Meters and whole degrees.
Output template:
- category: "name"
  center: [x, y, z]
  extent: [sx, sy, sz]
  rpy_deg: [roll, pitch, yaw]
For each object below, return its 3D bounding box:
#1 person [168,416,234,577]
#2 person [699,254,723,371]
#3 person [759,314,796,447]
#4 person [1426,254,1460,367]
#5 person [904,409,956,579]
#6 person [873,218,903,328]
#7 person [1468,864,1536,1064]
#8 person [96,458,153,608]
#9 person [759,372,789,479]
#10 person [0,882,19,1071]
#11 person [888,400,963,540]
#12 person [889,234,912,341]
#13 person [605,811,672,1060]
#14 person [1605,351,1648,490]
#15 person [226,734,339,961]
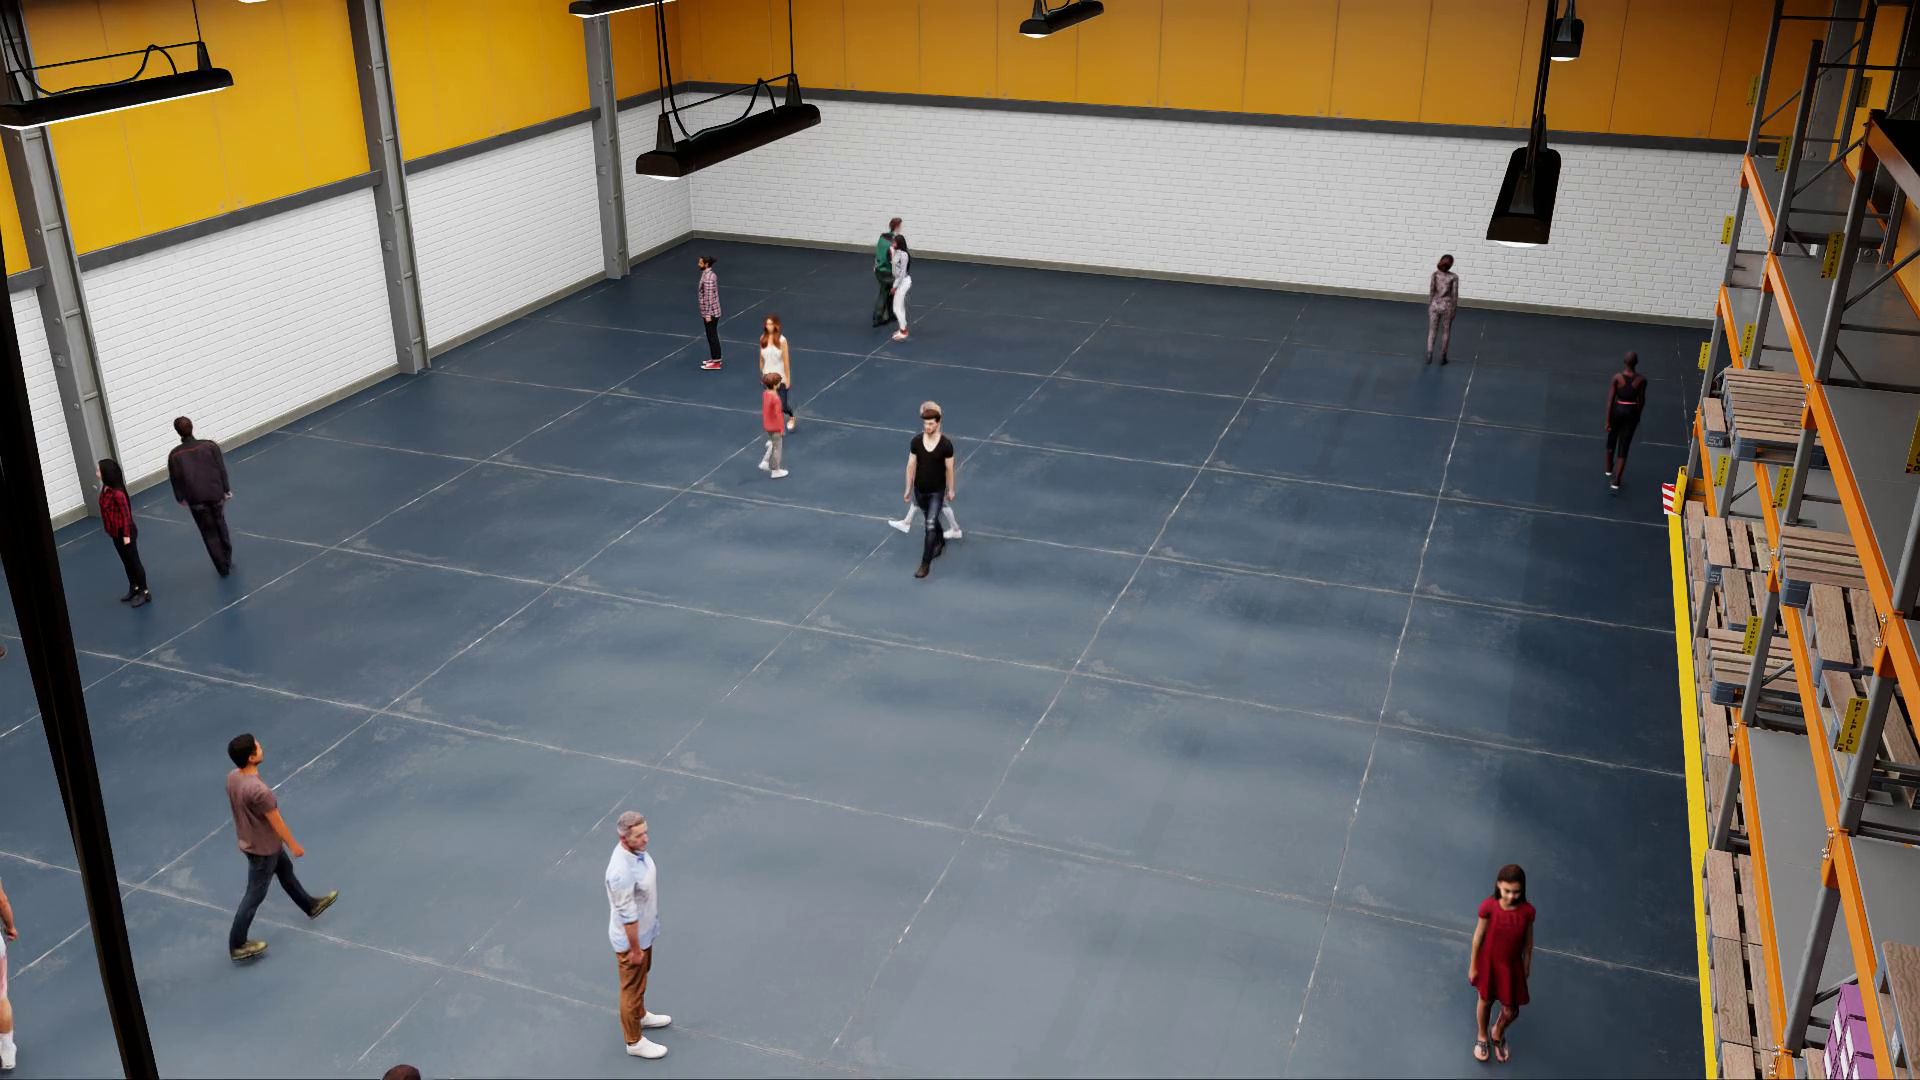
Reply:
- category: "person"
  center: [-8.293, -0.448, 18.297]
  extent: [0.947, 1.811, 0.997]
  rpy_deg: [-17, 29, -34]
- category: "person"
  center: [-3.797, -3.481, 25.301]
  extent: [0.833, 1.759, 0.718]
  rpy_deg: [-4, 24, -10]
- category: "person"
  center: [-2.439, -2.173, 22.297]
  extent: [0.583, 1.768, 0.945]
  rpy_deg: [9, 25, 19]
- category: "person"
  center: [7.385, -3.543, 25.499]
  extent: [0.609, 1.713, 0.595]
  rpy_deg: [13, 27, 26]
- category: "person"
  center: [-0.301, -0.586, 18.559]
  extent: [0.677, 1.854, 1.218]
  rpy_deg: [9, 25, 19]
- category: "person"
  center: [-1.272, -4.367, 27.279]
  extent: [1.012, 1.799, 0.948]
  rpy_deg: [-14, 27, -30]
- category: "person"
  center: [3.640, 2.797, 11.213]
  extent: [0.612, 1.540, 0.675]
  rpy_deg: [4, 24, 9]
- category: "person"
  center: [-8.891, -0.098, 17.690]
  extent: [0.656, 1.657, 0.643]
  rpy_deg: [21, 31, 39]
- category: "person"
  center: [-2.421, -1.441, 21.077]
  extent: [0.719, 1.405, 0.661]
  rpy_deg: [-16, 28, -33]
- category: "person"
  center: [-6.530, 2.757, 11.032]
  extent: [1.019, 1.757, 1.011]
  rpy_deg: [-18, 30, -36]
- category: "person"
  center: [-0.262, -0.758, 19.212]
  extent: [0.766, 1.648, 1.102]
  rpy_deg: [4, 24, 9]
- category: "person"
  center: [-0.904, -4.061, 26.687]
  extent: [0.817, 1.711, 0.752]
  rpy_deg: [-6, 24, -13]
- category: "person"
  center: [-2.209, 2.628, 11.243]
  extent: [0.818, 1.825, 0.659]
  rpy_deg: [-1, 24, -2]
- category: "person"
  center: [8.267, -1.461, 20.733]
  extent: [0.614, 1.716, 1.165]
  rpy_deg: [9, 25, 20]
- category: "person"
  center: [-5.195, 2.280, 12.161]
  extent: [1.217, 1.728, 0.967]
  rpy_deg: [-21, 31, -39]
